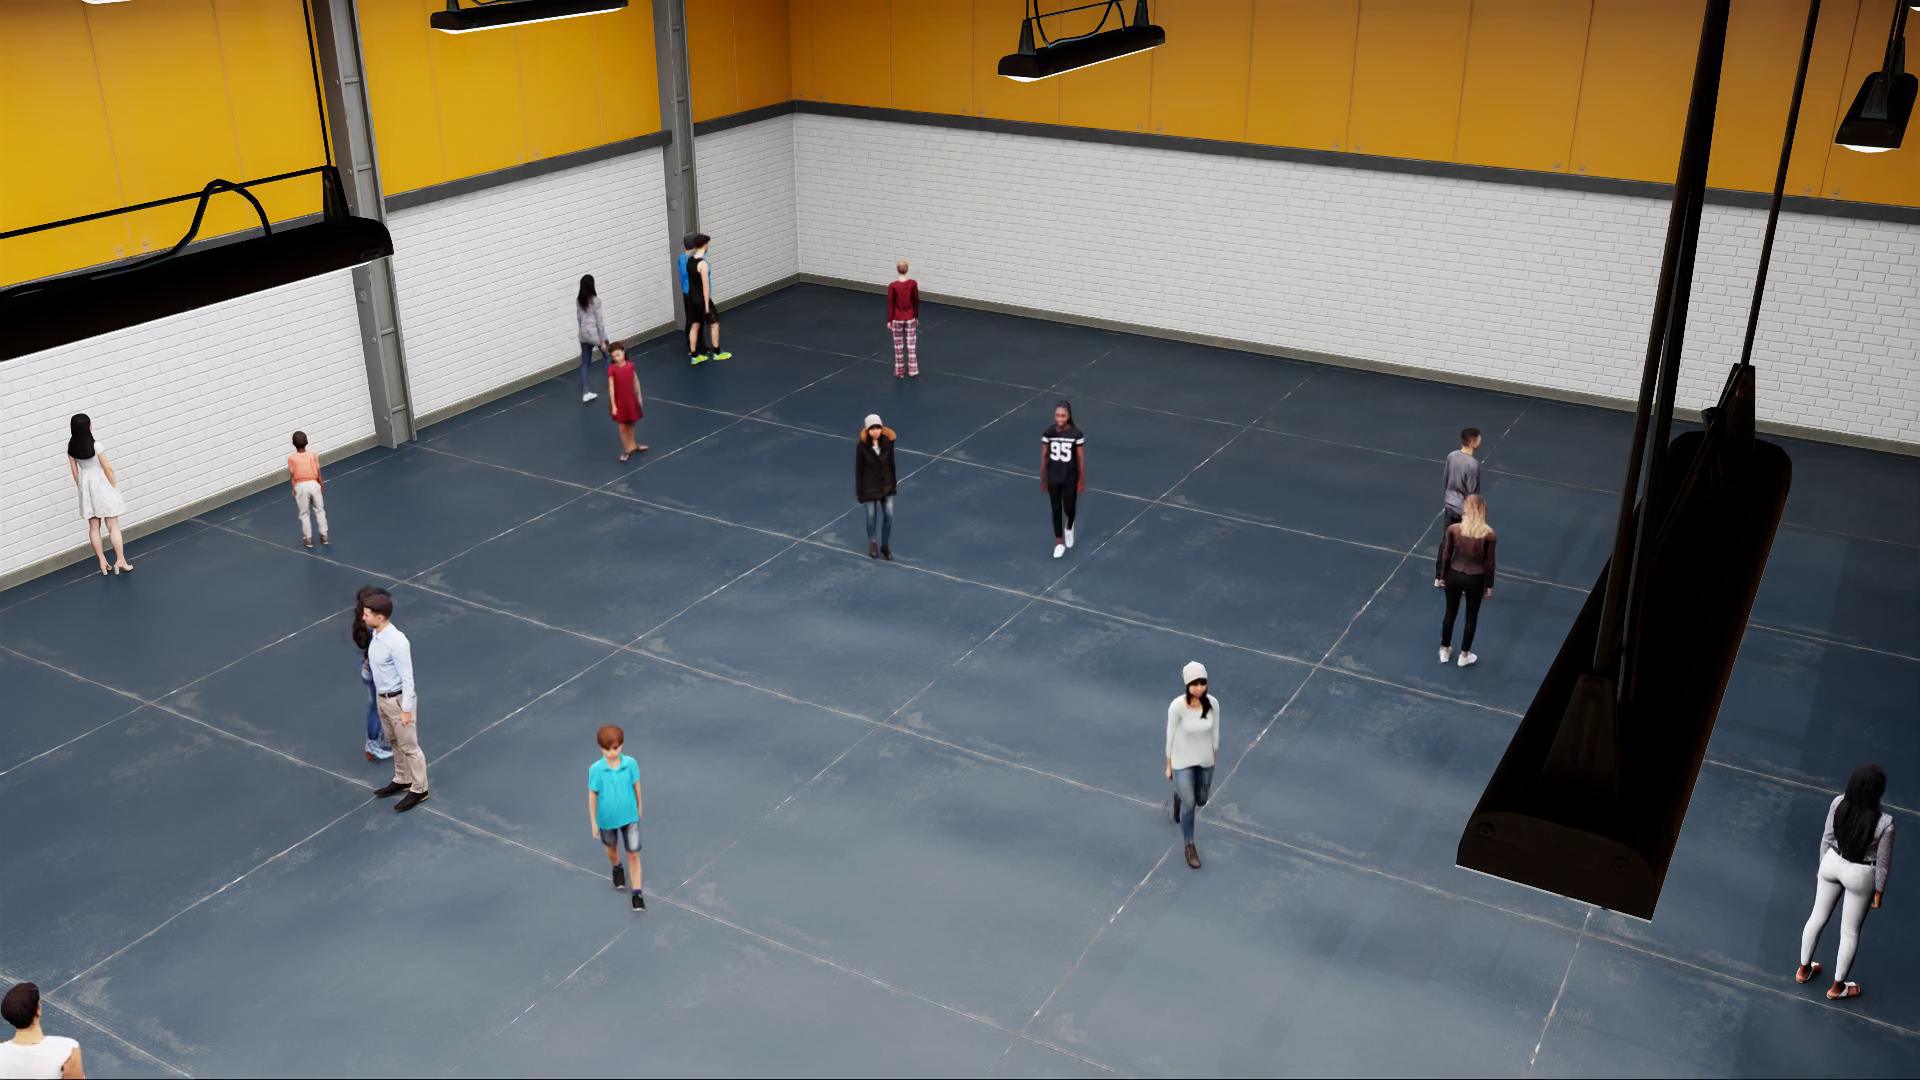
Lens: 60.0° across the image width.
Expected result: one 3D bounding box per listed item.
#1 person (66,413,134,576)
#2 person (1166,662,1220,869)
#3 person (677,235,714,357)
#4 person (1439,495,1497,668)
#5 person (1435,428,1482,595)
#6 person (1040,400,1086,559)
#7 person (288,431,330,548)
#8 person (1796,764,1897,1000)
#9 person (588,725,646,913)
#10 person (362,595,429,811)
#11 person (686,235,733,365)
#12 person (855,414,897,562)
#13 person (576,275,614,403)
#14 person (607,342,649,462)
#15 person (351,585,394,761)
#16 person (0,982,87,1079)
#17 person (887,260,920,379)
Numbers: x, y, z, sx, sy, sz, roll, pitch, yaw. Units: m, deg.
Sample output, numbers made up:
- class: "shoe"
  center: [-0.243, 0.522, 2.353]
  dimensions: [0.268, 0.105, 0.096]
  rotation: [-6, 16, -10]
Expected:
- class: "person"
  center: [-9.004, -0.480, 17.364]
  dimensions: [0.761, 1.775, 0.789]
  rotation: [1, 24, 2]
- class: "person"
  center: [1.742, 1.654, 12.664]
  dimensions: [0.919, 1.629, 0.995]
  rotation: [-5, 24, -11]
- class: "person"
  center: [-3.920, -3.606, 24.491]
  dimensions: [0.614, 1.795, 0.507]
  rotation: [12, 26, 26]
- class: "person"
  center: [4.701, 0.381, 15.489]
  dimensions: [0.651, 1.699, 0.545]
  rotation: [14, 27, 29]
- class: "person"
  center: [5.115, -0.311, 16.996]
  dimensions: [0.719, 1.761, 0.700]
  rotation: [-11, 26, -23]
- class: "person"
  center: [1.121, -0.676, 17.875]
  dimensions: [0.709, 1.724, 0.765]
  rotation: [7, 24, 15]
- class: "person"
  center: [-7.119, -0.563, 18.136]
  dimensions: [0.525, 1.309, 0.609]
  rotation: [-14, 27, -29]
- class: "person"
  center: [5.951, 2.266, 11.148]
  dimensions: [0.648, 1.722, 0.667]
  rotation: [-15, 28, -31]
- class: "person"
  center: [-2.527, 1.976, 12.199]
  dimensions: [0.923, 1.412, 0.972]
  rotation: [-7, 25, -15]
- class: "person"
  center: [-4.517, 1.266, 13.280]
  dimensions: [0.694, 1.846, 0.710]
  rotation: [-21, 31, -39]
- class: "person"
  center: [-3.821, -3.443, 24.032]
  dimensions: [0.779, 1.864, 0.902]
  rotation: [20, 30, 38]
- class: "person"
  center: [-0.913, -0.594, 17.817]
  dimensions: [0.780, 1.621, 0.842]
  rotation: [-7, 25, -15]
- class: "person"
  center: [-5.046, -2.709, 22.551]
  dimensions: [0.681, 1.705, 0.978]
  rotation: [11, 26, 24]
- class: "person"
  center: [-4.131, -1.738, 20.554]
  dimensions: [0.848, 1.525, 0.724]
  rotation: [20, 30, 38]
- class: "person"
  center: [-4.908, 1.117, 13.918]
  dimensions: [0.817, 1.610, 0.761]
  rotation: [-7, 25, -16]
- class: "person"
  center: [-4.900, 3.211, 8.920]
  dimensions: [0.783, 1.775, 0.840]
  rotation: [-5, 24, -12]
- class: "person"
  center: [-0.803, -3.136, 23.531]
  dimensions: [0.662, 1.703, 0.747]
  rotation: [-8, 25, -18]
